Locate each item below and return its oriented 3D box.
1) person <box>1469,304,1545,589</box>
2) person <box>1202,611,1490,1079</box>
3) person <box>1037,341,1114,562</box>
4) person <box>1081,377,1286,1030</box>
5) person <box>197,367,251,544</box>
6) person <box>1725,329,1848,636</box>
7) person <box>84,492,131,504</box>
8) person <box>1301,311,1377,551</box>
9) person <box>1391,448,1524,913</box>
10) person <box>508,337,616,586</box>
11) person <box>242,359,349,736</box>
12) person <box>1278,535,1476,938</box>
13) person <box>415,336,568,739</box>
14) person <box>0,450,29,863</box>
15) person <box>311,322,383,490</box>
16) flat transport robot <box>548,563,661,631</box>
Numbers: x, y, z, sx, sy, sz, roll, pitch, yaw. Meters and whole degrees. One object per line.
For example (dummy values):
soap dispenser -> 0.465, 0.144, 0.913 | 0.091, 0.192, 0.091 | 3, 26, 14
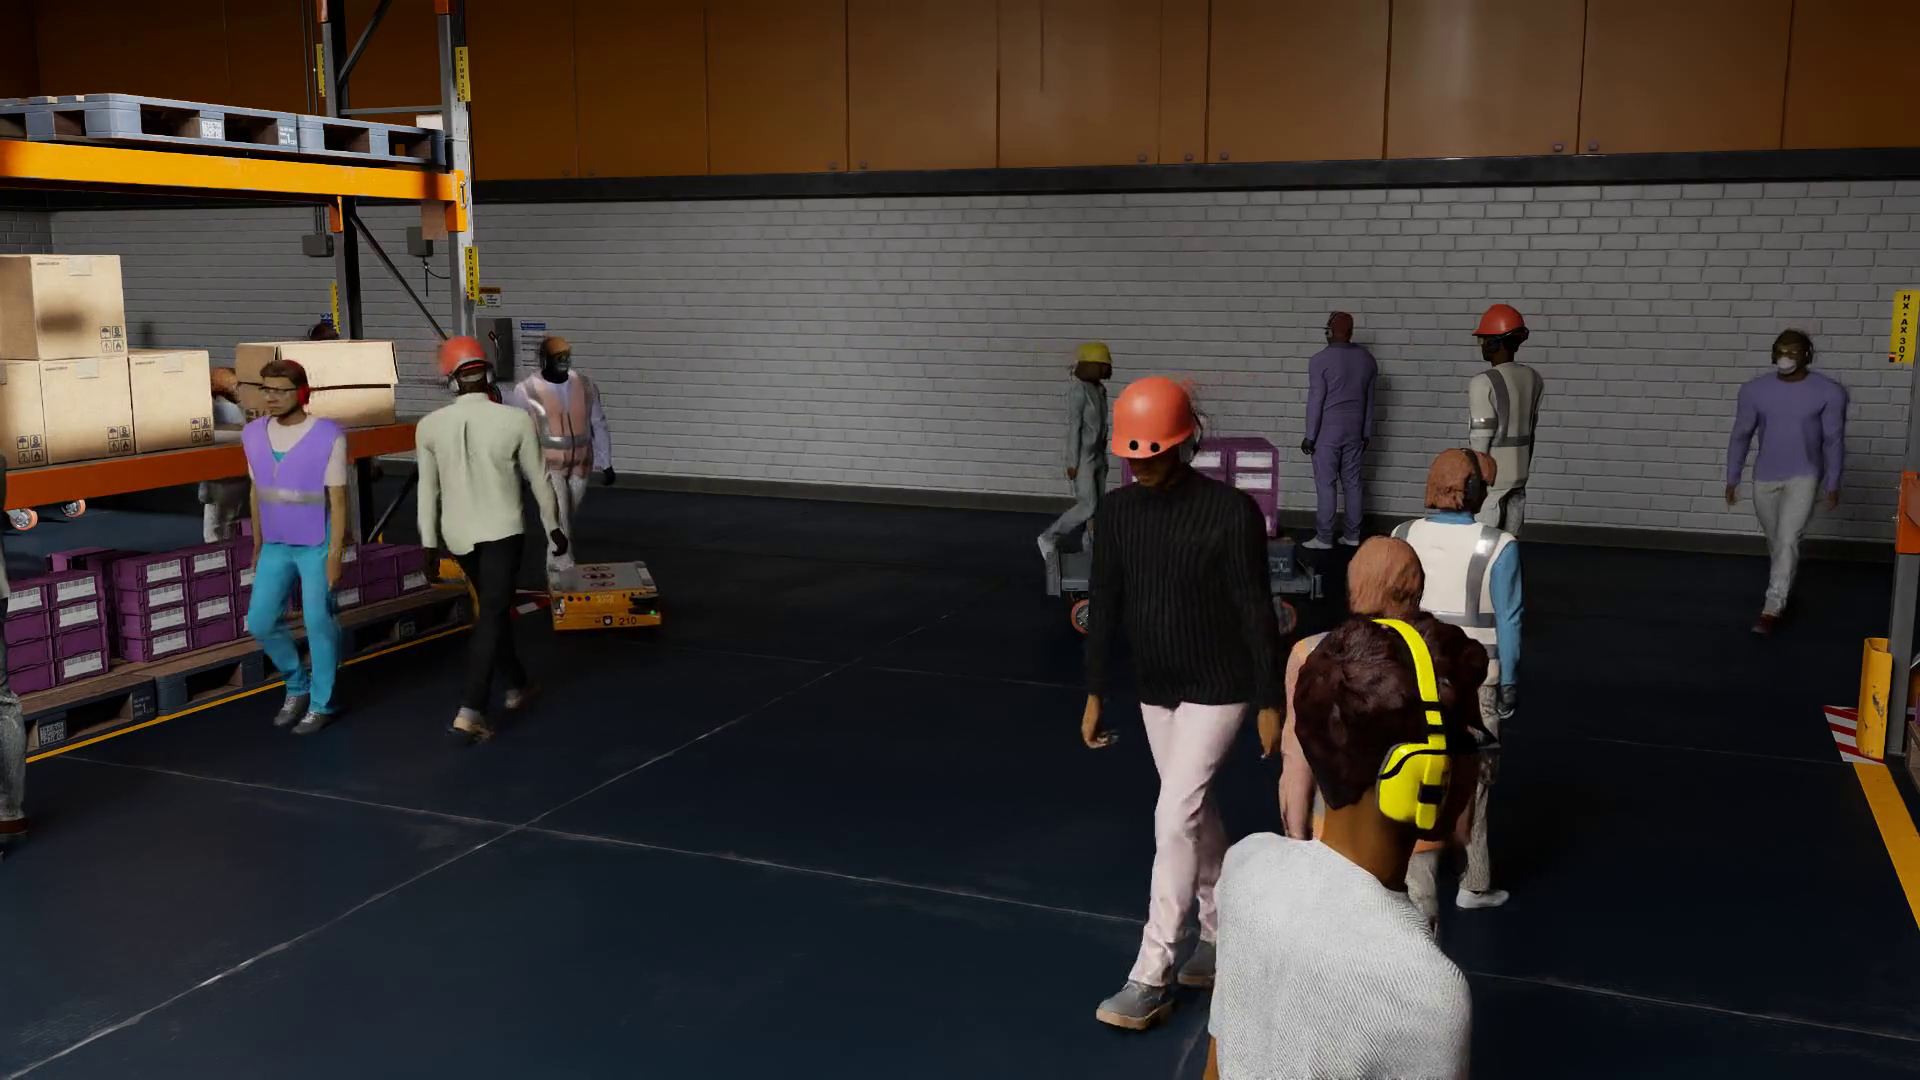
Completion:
person -> 3.147, -0.359, 9.809 | 0.607, 2.044, 0.376 | -8, 12, -39
person -> 0.476, 1.010, 2.065 | 0.310, 1.861, 0.532 | -3, 10, -19
person -> 0.896, -0.597, 12.214 | 0.503, 1.731, 0.495 | 5, 11, 29
person -> 0.619, 0.479, 5.037 | 0.884, 1.933, 0.624 | -8, 13, -42
person -> -4.961, -0.363, 11.205 | 0.311, 1.589, 0.562 | 1, 9, 4
person -> 5.224, -0.394, 10.525 | 0.648, 1.891, 1.026 | 9, 13, 42
person -> -8.226, -1.283, 15.892 | 0.581, 1.882, 0.339 | -9, 13, -44
person -> 2.999, -0.865, 13.292 | 0.652, 1.906, 0.405 | -5, 10, -26
person -> 1.734, 0.492, 5.882 | 0.513, 1.637, 0.313 | 9, 13, 44
person -> -2.692, -0.482, 11.323 | 0.628, 1.786, 0.980 | -8, 12, -39
person -> -3.195, 0.045, 8.024 | 0.586, 1.824, 0.465 | 3, 10, 15
person -> 1.085, 0.786, 4.304 | 0.518, 1.568, 0.934 | 1, 9, 9
person -> -2.349, -0.033, 8.186 | 0.635, 1.934, 1.064 | 2, 10, 10
person -> -3.808, 0.274, 6.289 | 0.371, 1.940, 0.627 | -1, 9, -6
person -> -4.402, -0.599, 11.767 | 0.660, 1.865, 0.978 | 3, 10, 15
flat transport robot -> -2.354, 0.344, 10.908 | 0.652, 0.197, 1.431 | -3, 10, -15
